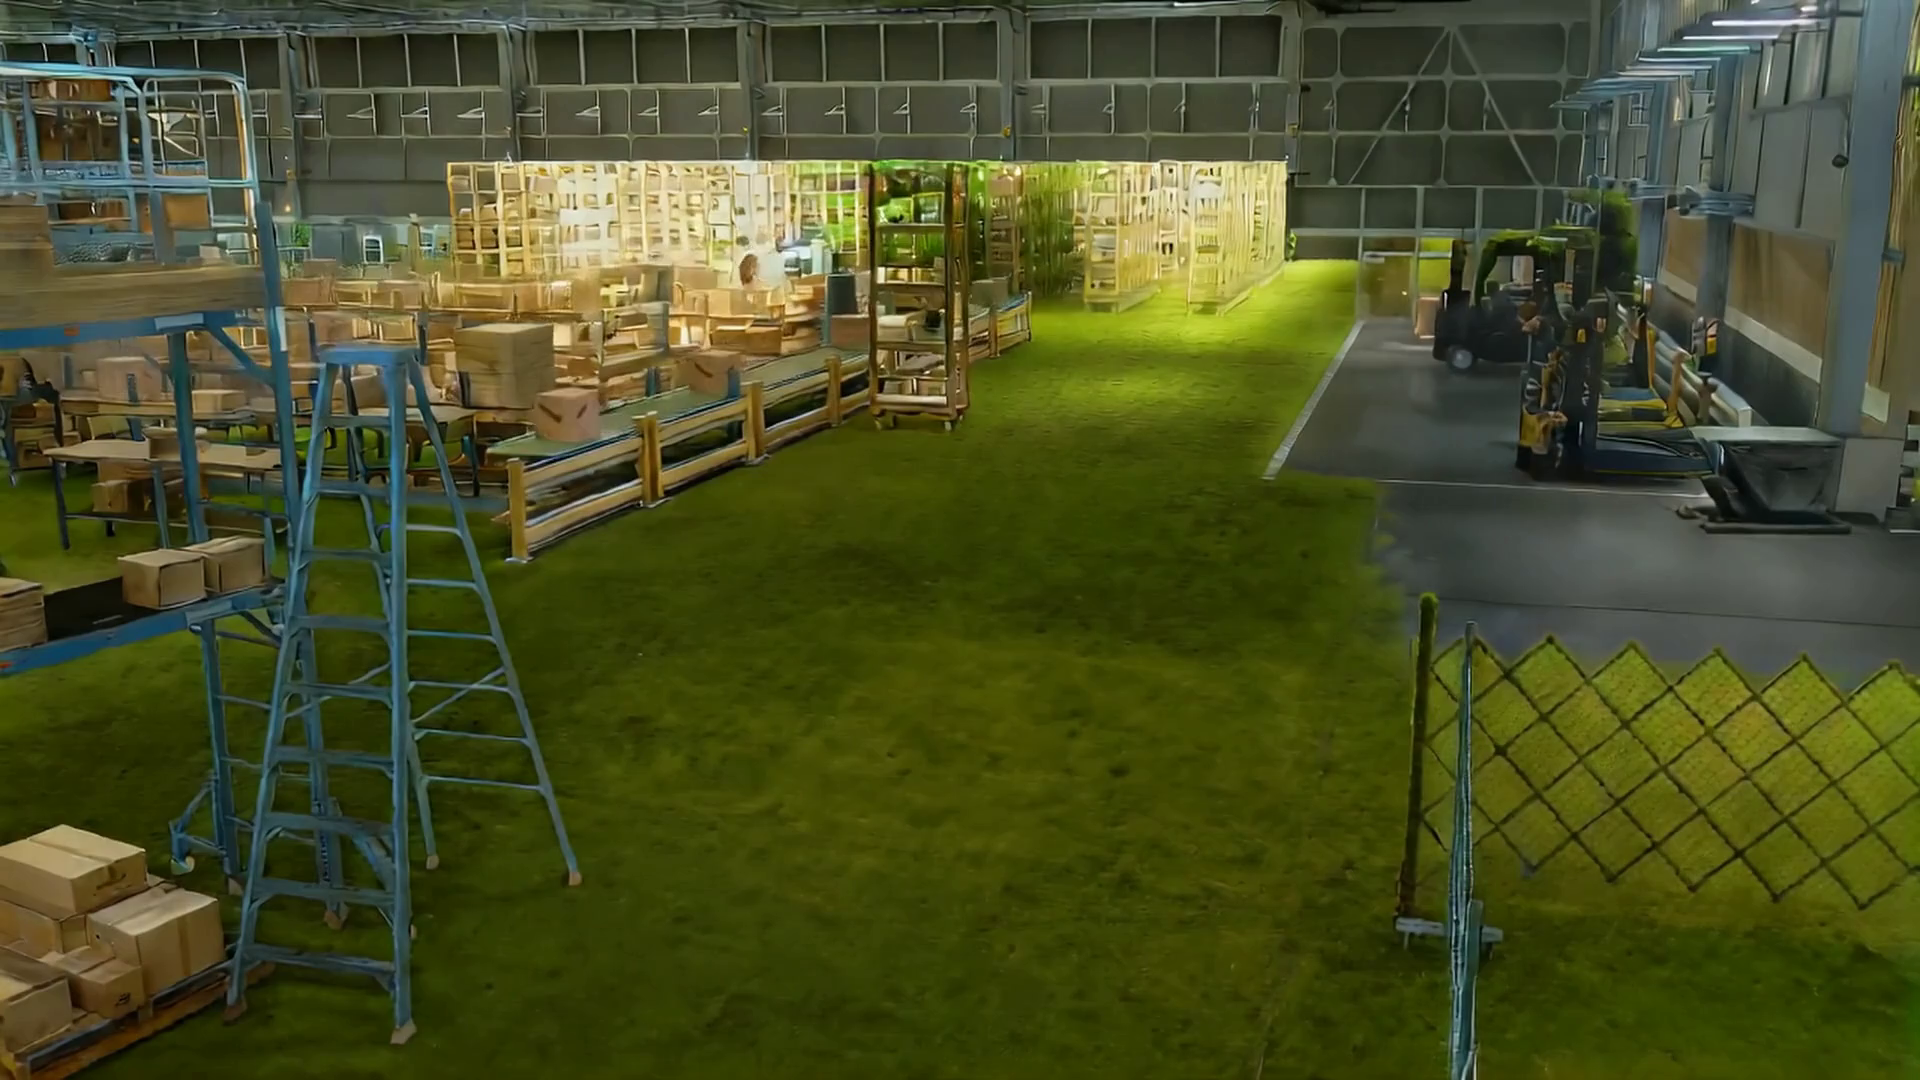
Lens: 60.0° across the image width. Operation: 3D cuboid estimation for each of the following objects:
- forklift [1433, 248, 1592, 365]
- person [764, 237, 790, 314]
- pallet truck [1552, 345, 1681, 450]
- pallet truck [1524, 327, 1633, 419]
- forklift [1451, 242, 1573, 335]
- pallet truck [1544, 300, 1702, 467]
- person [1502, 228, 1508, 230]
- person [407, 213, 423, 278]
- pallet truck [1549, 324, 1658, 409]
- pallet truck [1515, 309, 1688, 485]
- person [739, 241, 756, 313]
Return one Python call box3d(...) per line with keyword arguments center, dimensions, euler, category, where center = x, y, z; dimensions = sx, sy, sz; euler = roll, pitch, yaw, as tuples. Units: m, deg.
box3d(center=(9.780, -4.111, 29.280), dimensions=(2.680, 1.987, 1.157), euler=(3, 13, 14), category="forklift")
box3d(center=(-4.302, -6.294, 39.721), dimensions=(1.063, 1.841, 0.672), euler=(6, 15, 26), category="person")
box3d(center=(8.641, -1.896, 21.908), dimensions=(1.630, 1.274, 0.653), euler=(4, 14, 16), category="pallet truck")
box3d(center=(9.065, -2.460, 24.370), dimensions=(1.522, 1.261, 0.704), euler=(3, 13, 14), category="pallet truck")
box3d(center=(10.464, -4.597, 31.405), dimensions=(2.680, 1.987, 1.157), euler=(4, 14, 16), category="forklift")
box3d(center=(8.263, -1.952, 20.631), dimensions=(1.885, 1.965, 0.823), euler=(5, 14, 20), category="pallet truck")
box3d(center=(14.733, -7.530, 45.094), dimensions=(0.582, 1.834, 0.401), euler=(-1, 13, -3), category="person")
box3d(center=(-16.994, -9.164, 51.792), dimensions=(0.396, 1.992, 0.623), euler=(-7, 15, -28), category="person")
box3d(center=(9.824, -2.669, 25.407), dimensions=(1.601, 1.201, 0.680), euler=(4, 14, 16), category="pallet truck")
box3d(center=(7.554, -1.677, 19.446), dimensions=(1.885, 1.965, 0.823), euler=(3, 13, 14), category="pallet truck")
box3d(center=(-4.963, -6.027, 38.637), dimensions=(0.482, 1.816, 0.598), euler=(2, 13, 7), category="person")
